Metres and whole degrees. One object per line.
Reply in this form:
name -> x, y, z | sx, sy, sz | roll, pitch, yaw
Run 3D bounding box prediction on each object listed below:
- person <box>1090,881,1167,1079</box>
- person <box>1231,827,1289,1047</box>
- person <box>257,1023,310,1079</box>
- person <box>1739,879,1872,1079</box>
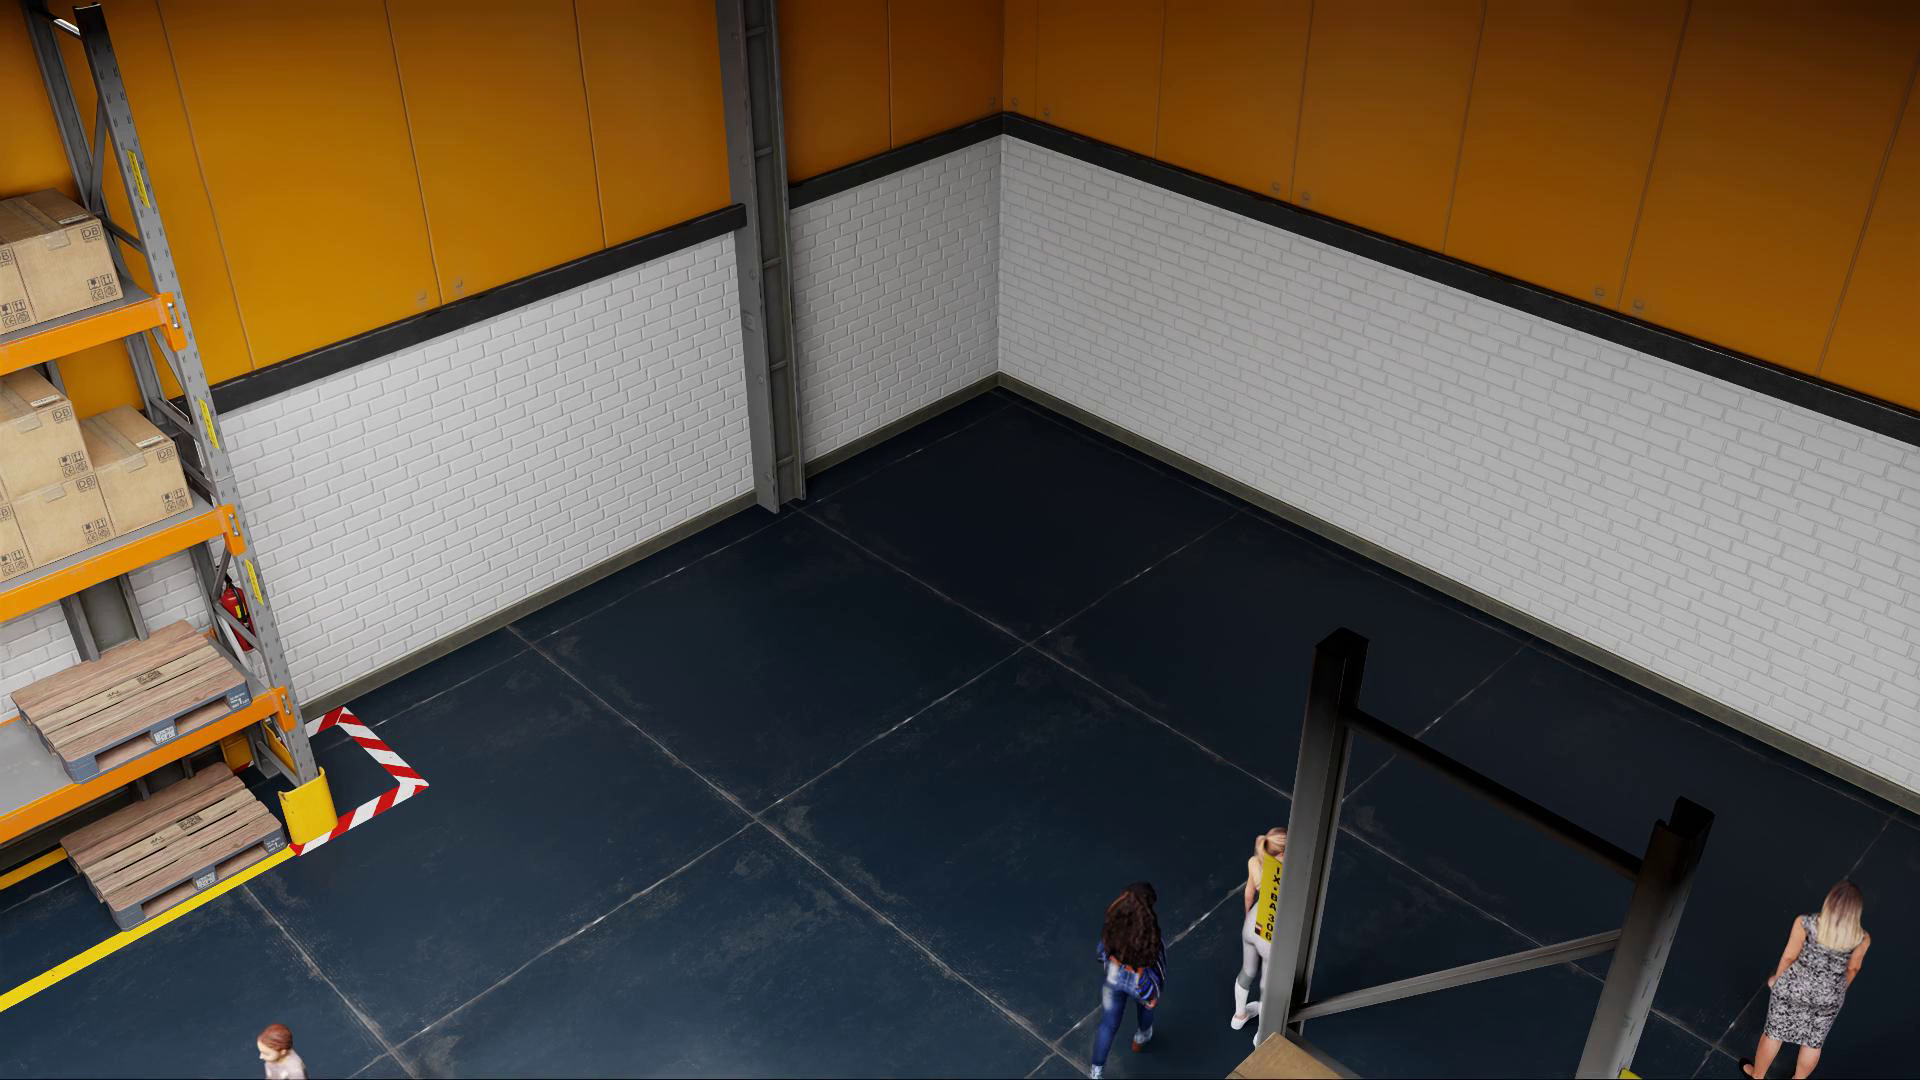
person -> 0.983, 2.699, 9.990 | 0.825, 1.591, 1.105 | 15, 37, 22
person -> 1.889, 2.442, 10.271 | 0.562, 1.707, 0.597 | -21, 39, -28
person -> -3.790, 3.202, 9.601 | 0.542, 1.183, 0.812 | 23, 40, 31
person -> 5.056, 2.686, 9.906 | 0.634, 1.705, 0.625 | 12, 35, 17
